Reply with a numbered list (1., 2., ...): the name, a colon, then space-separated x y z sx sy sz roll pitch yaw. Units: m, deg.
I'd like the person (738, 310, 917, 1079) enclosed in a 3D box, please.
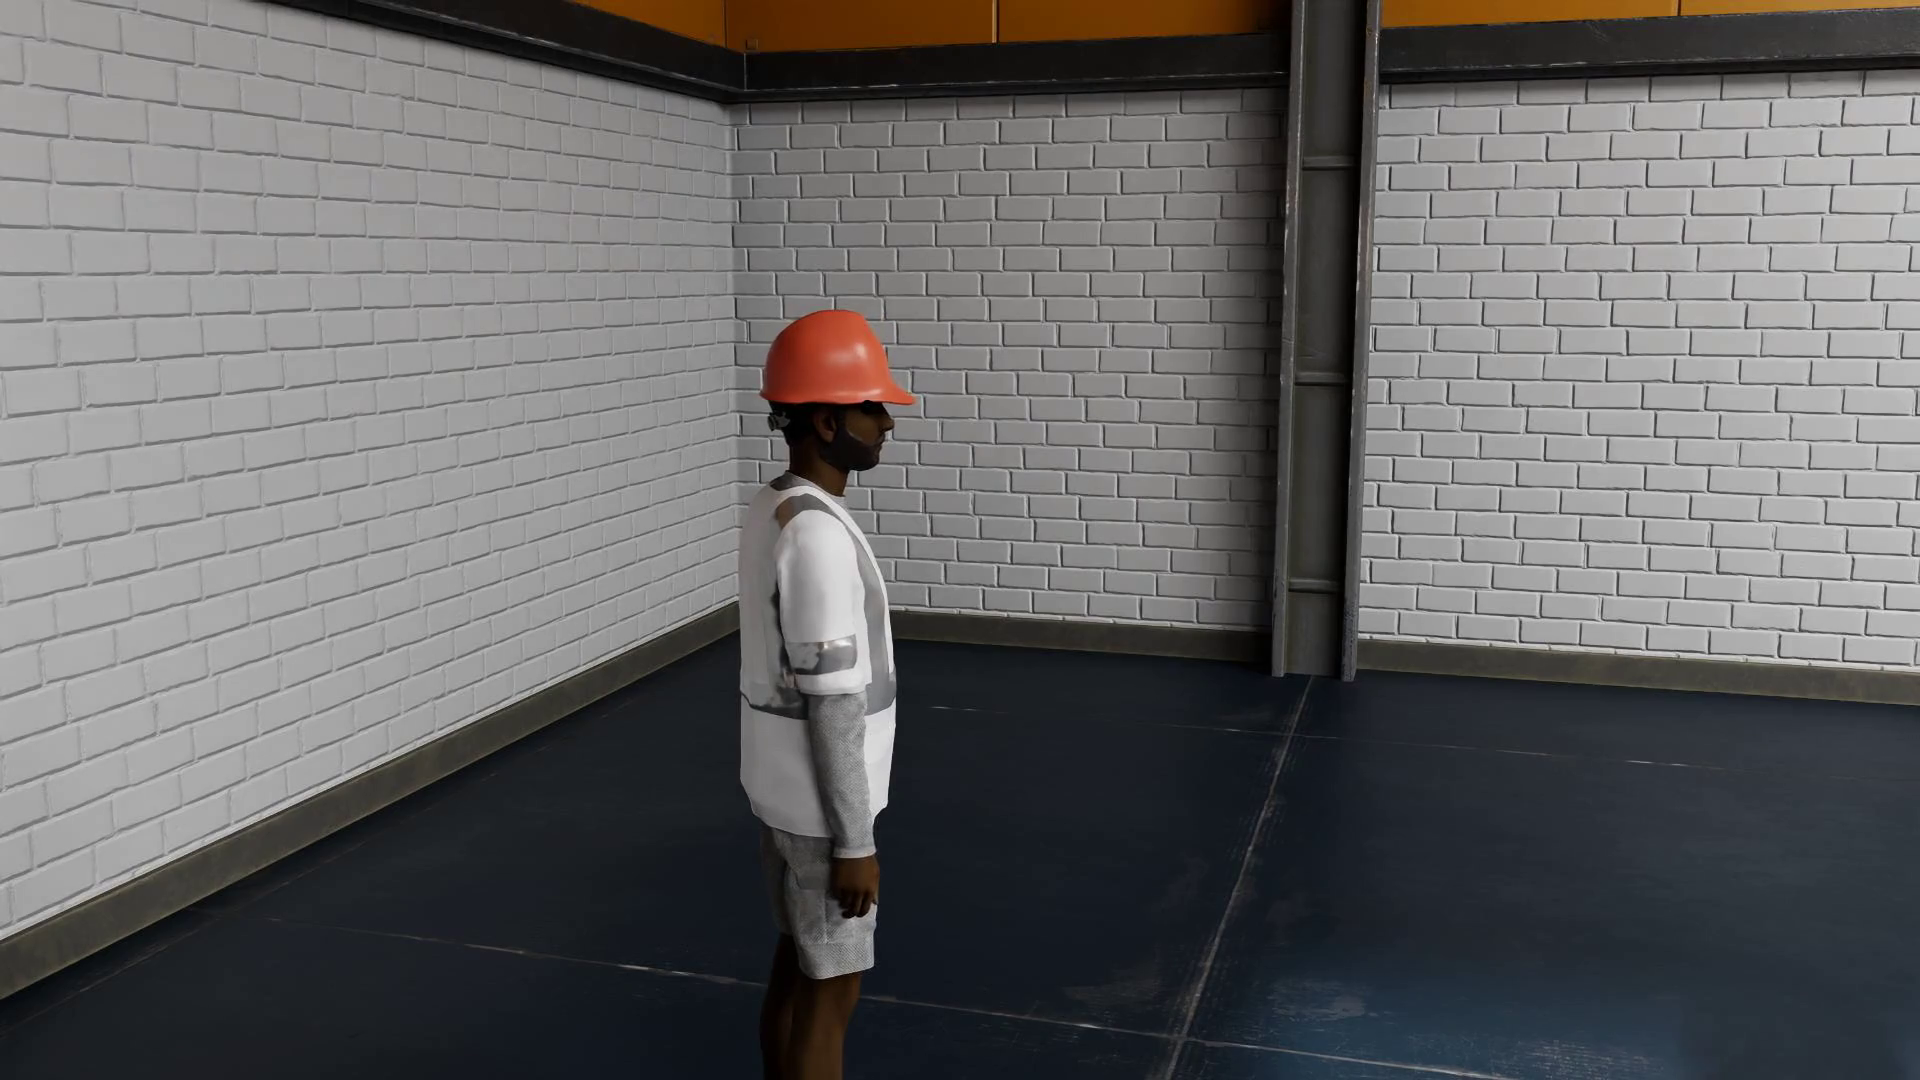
1. person: -0.262 0.509 3.389 0.357 1.938 0.545 -3 10 -16
